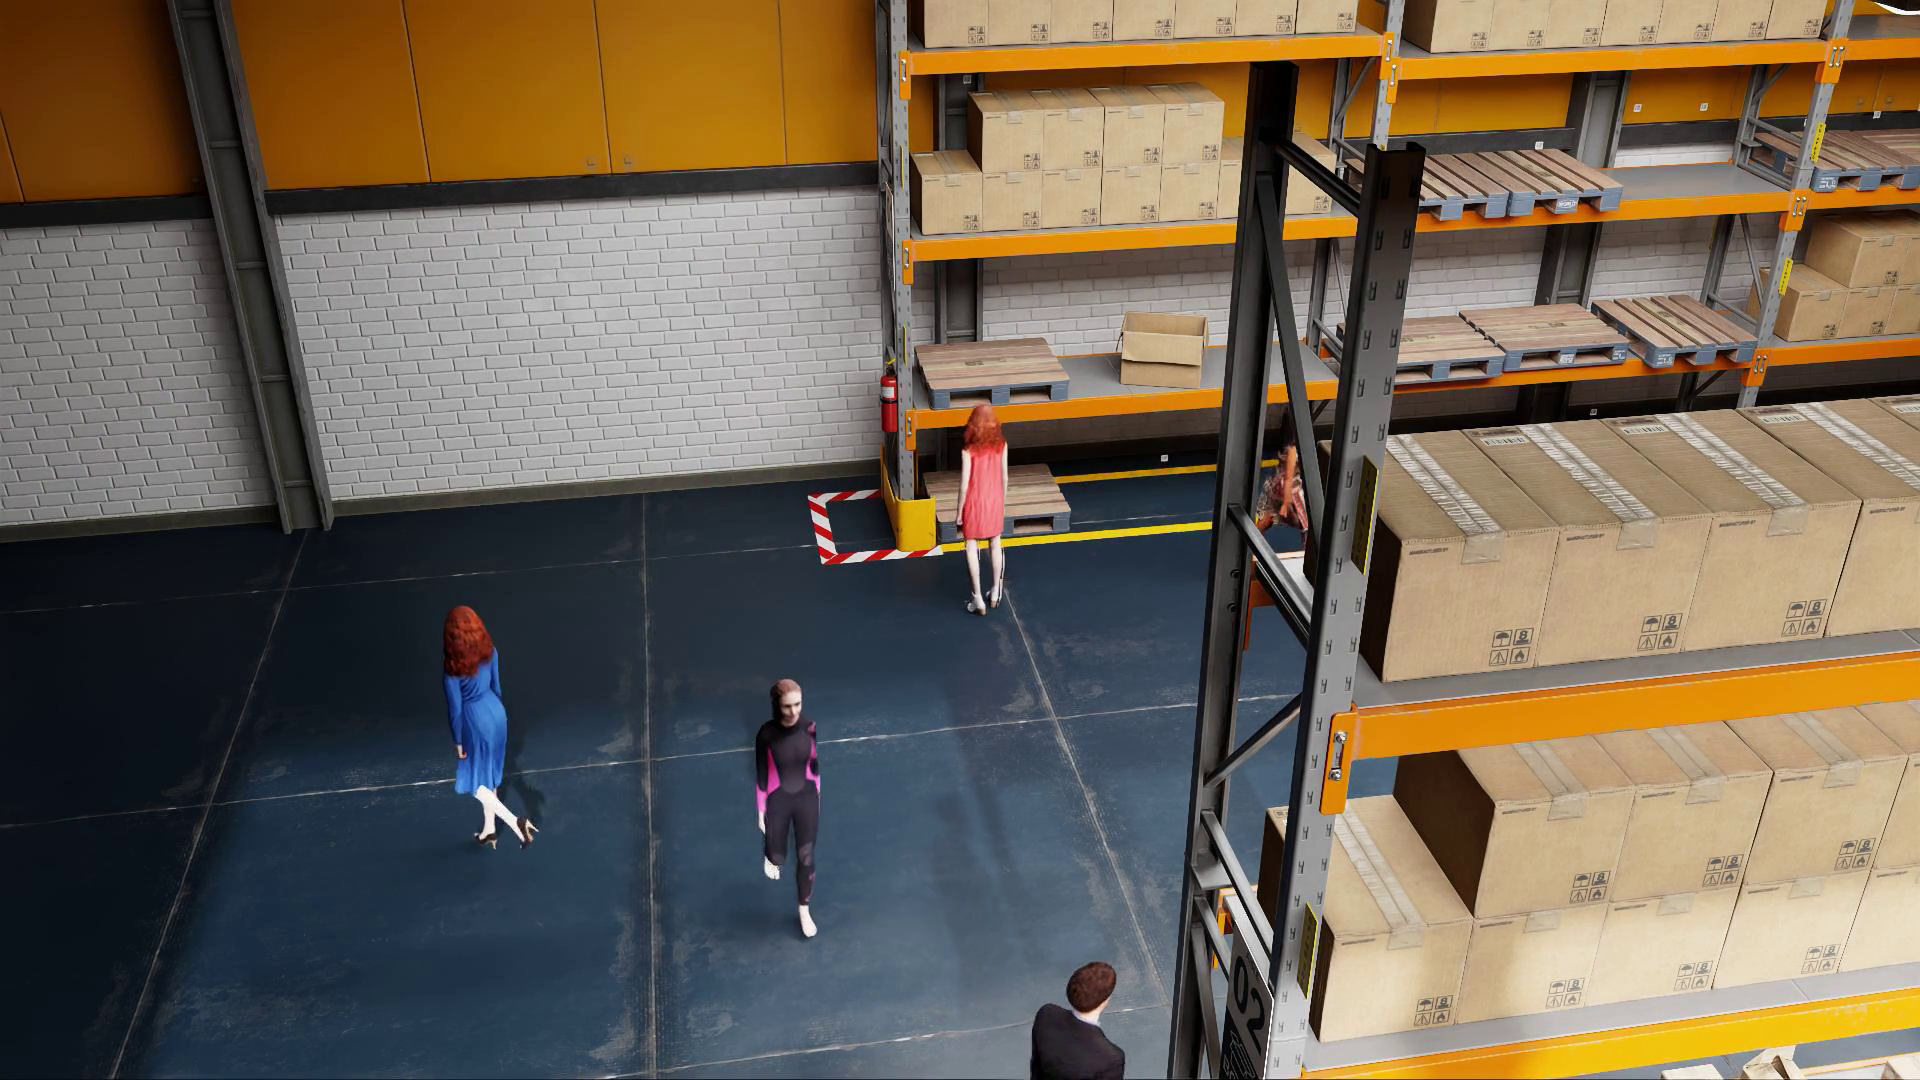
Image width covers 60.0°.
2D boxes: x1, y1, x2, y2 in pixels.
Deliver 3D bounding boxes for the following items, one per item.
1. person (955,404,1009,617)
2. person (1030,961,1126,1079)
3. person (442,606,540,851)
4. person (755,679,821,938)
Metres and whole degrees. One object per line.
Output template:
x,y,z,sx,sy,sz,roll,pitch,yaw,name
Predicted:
0.191,-0.249,13.415,0.600,1.827,0.738,-14,32,-24,person
0.491,2.773,7.827,0.981,1.872,1.057,22,36,35,person
-2.999,1.274,10.642,0.977,1.808,0.903,15,32,25,person
-1.063,1.570,10.170,0.869,1.741,0.743,-11,31,-20,person
